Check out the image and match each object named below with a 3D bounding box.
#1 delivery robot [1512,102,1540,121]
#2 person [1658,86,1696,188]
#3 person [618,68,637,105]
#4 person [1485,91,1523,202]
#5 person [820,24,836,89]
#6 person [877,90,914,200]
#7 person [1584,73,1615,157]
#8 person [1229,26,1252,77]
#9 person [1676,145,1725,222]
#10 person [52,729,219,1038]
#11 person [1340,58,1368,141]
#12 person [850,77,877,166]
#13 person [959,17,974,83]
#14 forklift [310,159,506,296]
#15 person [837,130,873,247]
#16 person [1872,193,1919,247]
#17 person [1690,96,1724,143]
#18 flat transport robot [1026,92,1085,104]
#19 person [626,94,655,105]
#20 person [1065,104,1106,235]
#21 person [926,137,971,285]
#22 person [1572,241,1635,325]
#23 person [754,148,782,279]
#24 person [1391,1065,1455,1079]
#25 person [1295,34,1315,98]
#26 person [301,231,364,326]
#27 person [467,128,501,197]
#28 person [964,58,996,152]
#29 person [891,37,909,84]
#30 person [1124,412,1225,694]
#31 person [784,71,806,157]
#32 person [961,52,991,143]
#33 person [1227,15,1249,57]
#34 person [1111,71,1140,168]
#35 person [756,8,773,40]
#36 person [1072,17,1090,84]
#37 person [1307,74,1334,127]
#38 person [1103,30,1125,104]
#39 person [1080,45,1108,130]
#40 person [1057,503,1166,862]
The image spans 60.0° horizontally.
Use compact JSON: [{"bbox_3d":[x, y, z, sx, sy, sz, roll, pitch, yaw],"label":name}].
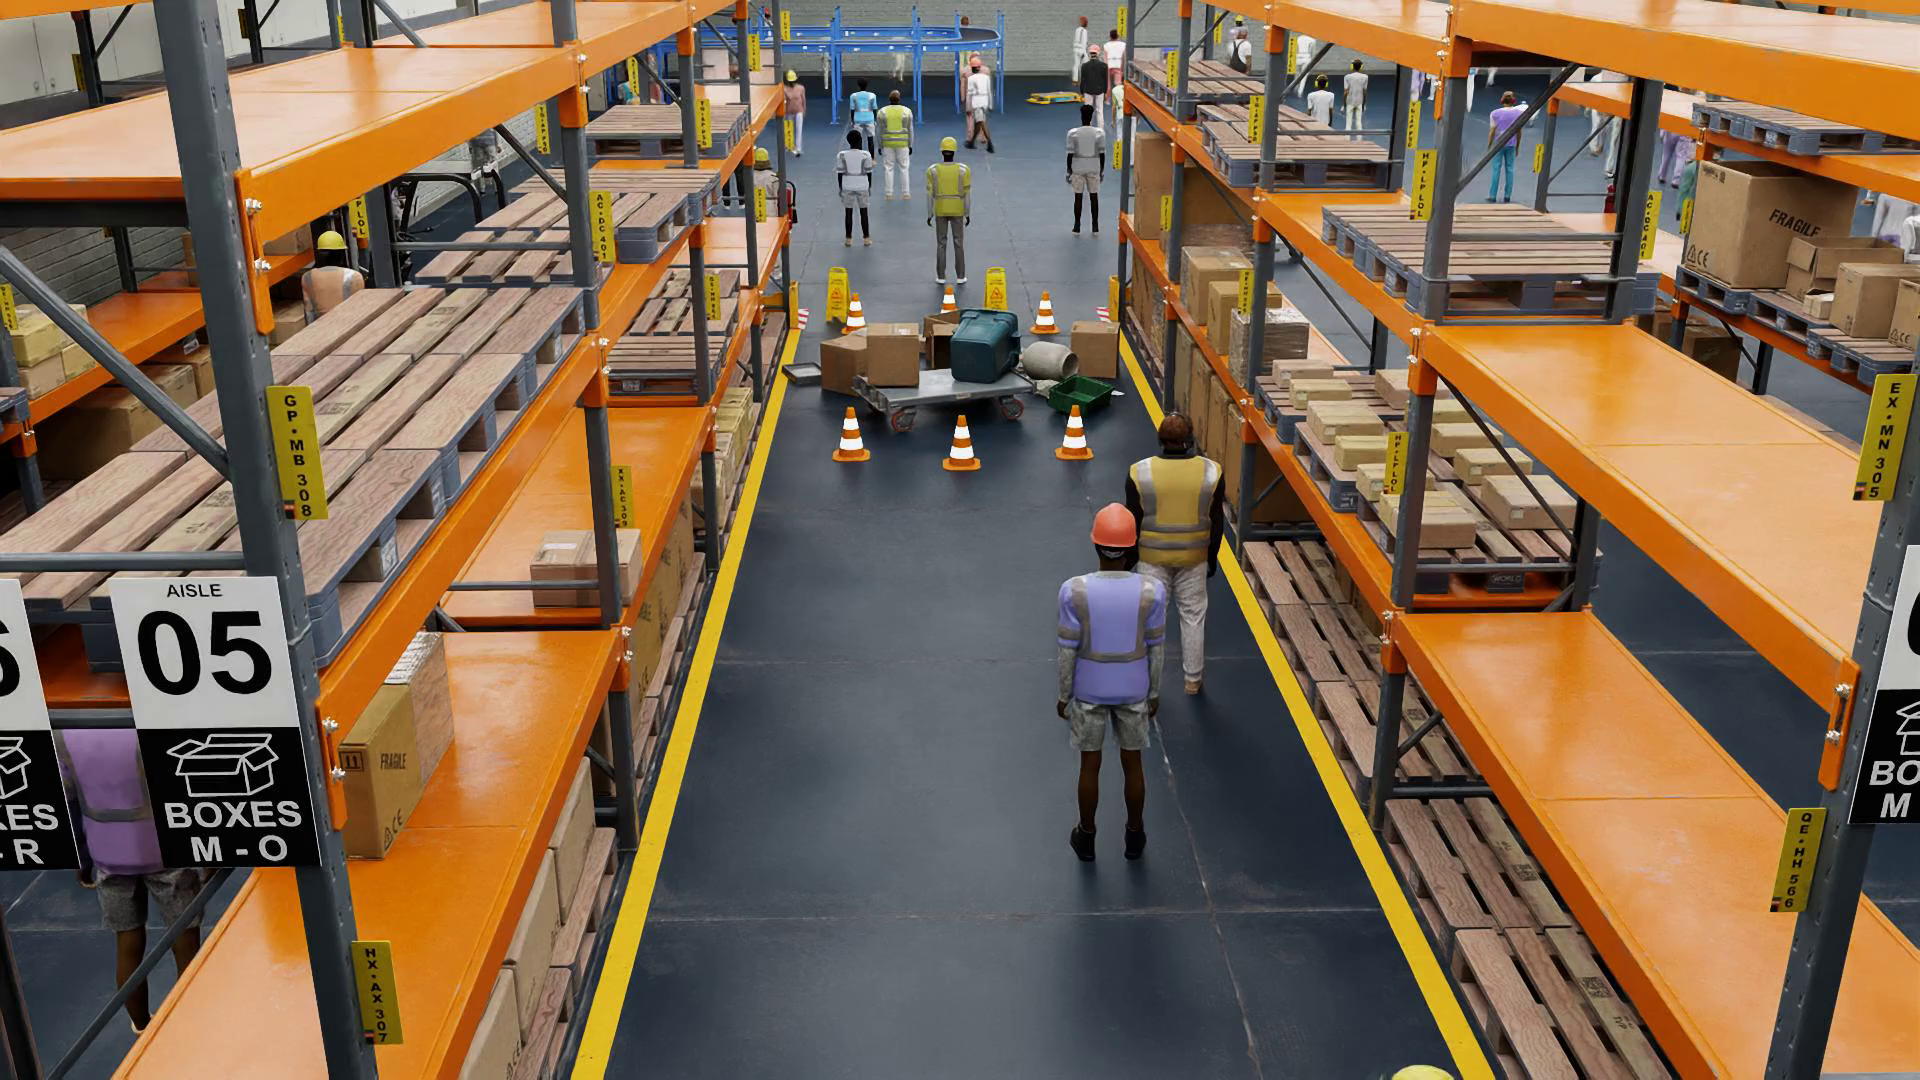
[{"bbox_3d":[12.972,-9.852,38.332,0.707,0.478,0.477,11,23,26],"label":"delivery robot"},{"bbox_3d":[12.948,-7.325,29.970,0.676,1.850,0.993,5,21,12],"label":"person"},{"bbox_3d":[-6.422,-8.320,32.622,0.506,1.842,0.350,0,21,0],"label":"person"},{"bbox_3d":[9.252,-6.682,28.296,0.564,1.839,0.395,0,21,0],"label":"person"},{"bbox_3d":[-3.657,-13.505,46.462,0.485,1.744,0.308,0,21,0],"label":"person"},{"bbox_3d":[-1.105,-6.745,28.459,0.622,1.845,0.430,0,21,0],"label":"person"},{"bbox_3d":[13.076,-8.800,33.845,0.672,1.891,0.999,6,22,16],"label":"person"},{"bbox_3d":[6.997,-11.736,41.374,0.538,2.000,0.704,-16,26,-36],"label":"person"},{"bbox_3d":[9.941,-4.443,22.311,0.628,1.904,0.905,3,21,8],"label":"person"},{"bbox_3d":[-3.418,1.283,6.967,0.606,2.039,0.395,0,21,0],"label":"person"},{"bbox_3d":[8.116,-8.966,34.289,0.521,1.873,0.334,0,21,0],"label":"person"},{"bbox_3d":[-1.865,-8.117,32.285,0.533,1.697,0.322,0,21,0],"label":"person"},{"bbox_3d":[0.140,-14.161,48.065,0.564,1.839,0.395,0,21,0],"label":"person"},{"bbox_3d":[-5.622,-2.910,17.832,2.313,2.155,1.214,-1,21,-1],"label":"forklift"},{"bbox_3d":[-1.546,-5.181,24.525,0.533,1.697,0.322,0,21,0],"label":"person"},{"bbox_3d":[11.738,-3.839,20.927,0.514,1.732,0.849,18,27,39],"label":"person"},{"bbox_3d":[15.882,-9.277,35.098,0.619,1.890,1.046,-14,25,-33],"label":"person"},{"bbox_3d":[2.483,-11.495,43.198,1.431,0.197,0.652,-13,24,-31],"label":"flat transport robot"},{"bbox_3d":[-5.634,-7.215,29.577,0.544,1.933,0.376,0,21,0],"label":"person"},{"bbox_3d":[1.916,-5.642,25.375,0.605,1.963,0.373,0,21,0],"label":"person"},{"bbox_3d":[-0.149,-4.343,21.990,0.587,1.928,0.381,0,21,0],"label":"person"},{"bbox_3d":[5.760,-1.736,15.084,0.628,1.940,0.377,0,21,0],"label":"person"},{"bbox_3d":[-2.636,-4.371,22.320,0.485,1.744,0.308,0,21,0],"label":"person"},{"bbox_3d":[1.205,2.243,4.857,0.584,1.722,0.492,7,22,18],"label":"person"},{"bbox_3d":[9.110,-12.729,44.246,0.602,1.881,1.077,5,21,14],"label":"person"},{"bbox_3d":[-5.813,-1.930,15.622,0.587,1.922,0.383,0,21,0],"label":"person"},{"bbox_3d":[-8.244,-6.881,28.829,0.589,1.835,0.404,0,21,0],"label":"person"},{"bbox_3d":[0.428,-8.959,34.275,0.551,1.885,1.019,-17,27,-38],"label":"person"},{"bbox_3d":[-1.715,-13.935,47.773,0.356,1.617,0.518,14,25,33],"label":"person"},{"bbox_3d":[1.319,0.098,10.379,0.622,1.840,0.430,0,21,0],"label":"person"},{"bbox_3d":[-3.376,-8.630,33.659,0.529,1.685,0.986,-4,21,-10],"label":"person"},{"bbox_3d":[0.333,-9.426,35.463,0.640,1.904,0.401,0,21,0],"label":"person"},{"bbox_3d":[7.900,-13.938,47.360,0.587,1.922,0.383,0,21,0],"label":"person"},{"bbox_3d":[3.193,-8.081,31.994,0.564,1.839,0.395,0,21,0],"label":"person"},{"bbox_3d":[-5.653,-14.540,48.781,0.606,2.045,0.389,0,21,0],"label":"person"},{"bbox_3d":[3.587,-14.004,47.635,0.836,1.856,0.580,-10,23,-25],"label":"person"},{"bbox_3d":[6.660,-7.682,30.896,0.521,1.873,0.334,0,21,0],"label":"person"},{"bbox_3d":[3.919,-12.032,42.398,0.588,1.870,1.013,-1,21,-2],"label":"person"},{"bbox_3d":[2.906,-9.723,36.124,0.611,1.990,0.392,0,21,0],"label":"person"},{"bbox_3d":[0.765,0.743,8.531,0.544,1.939,0.372,0,21,0],"label":"person"}]
